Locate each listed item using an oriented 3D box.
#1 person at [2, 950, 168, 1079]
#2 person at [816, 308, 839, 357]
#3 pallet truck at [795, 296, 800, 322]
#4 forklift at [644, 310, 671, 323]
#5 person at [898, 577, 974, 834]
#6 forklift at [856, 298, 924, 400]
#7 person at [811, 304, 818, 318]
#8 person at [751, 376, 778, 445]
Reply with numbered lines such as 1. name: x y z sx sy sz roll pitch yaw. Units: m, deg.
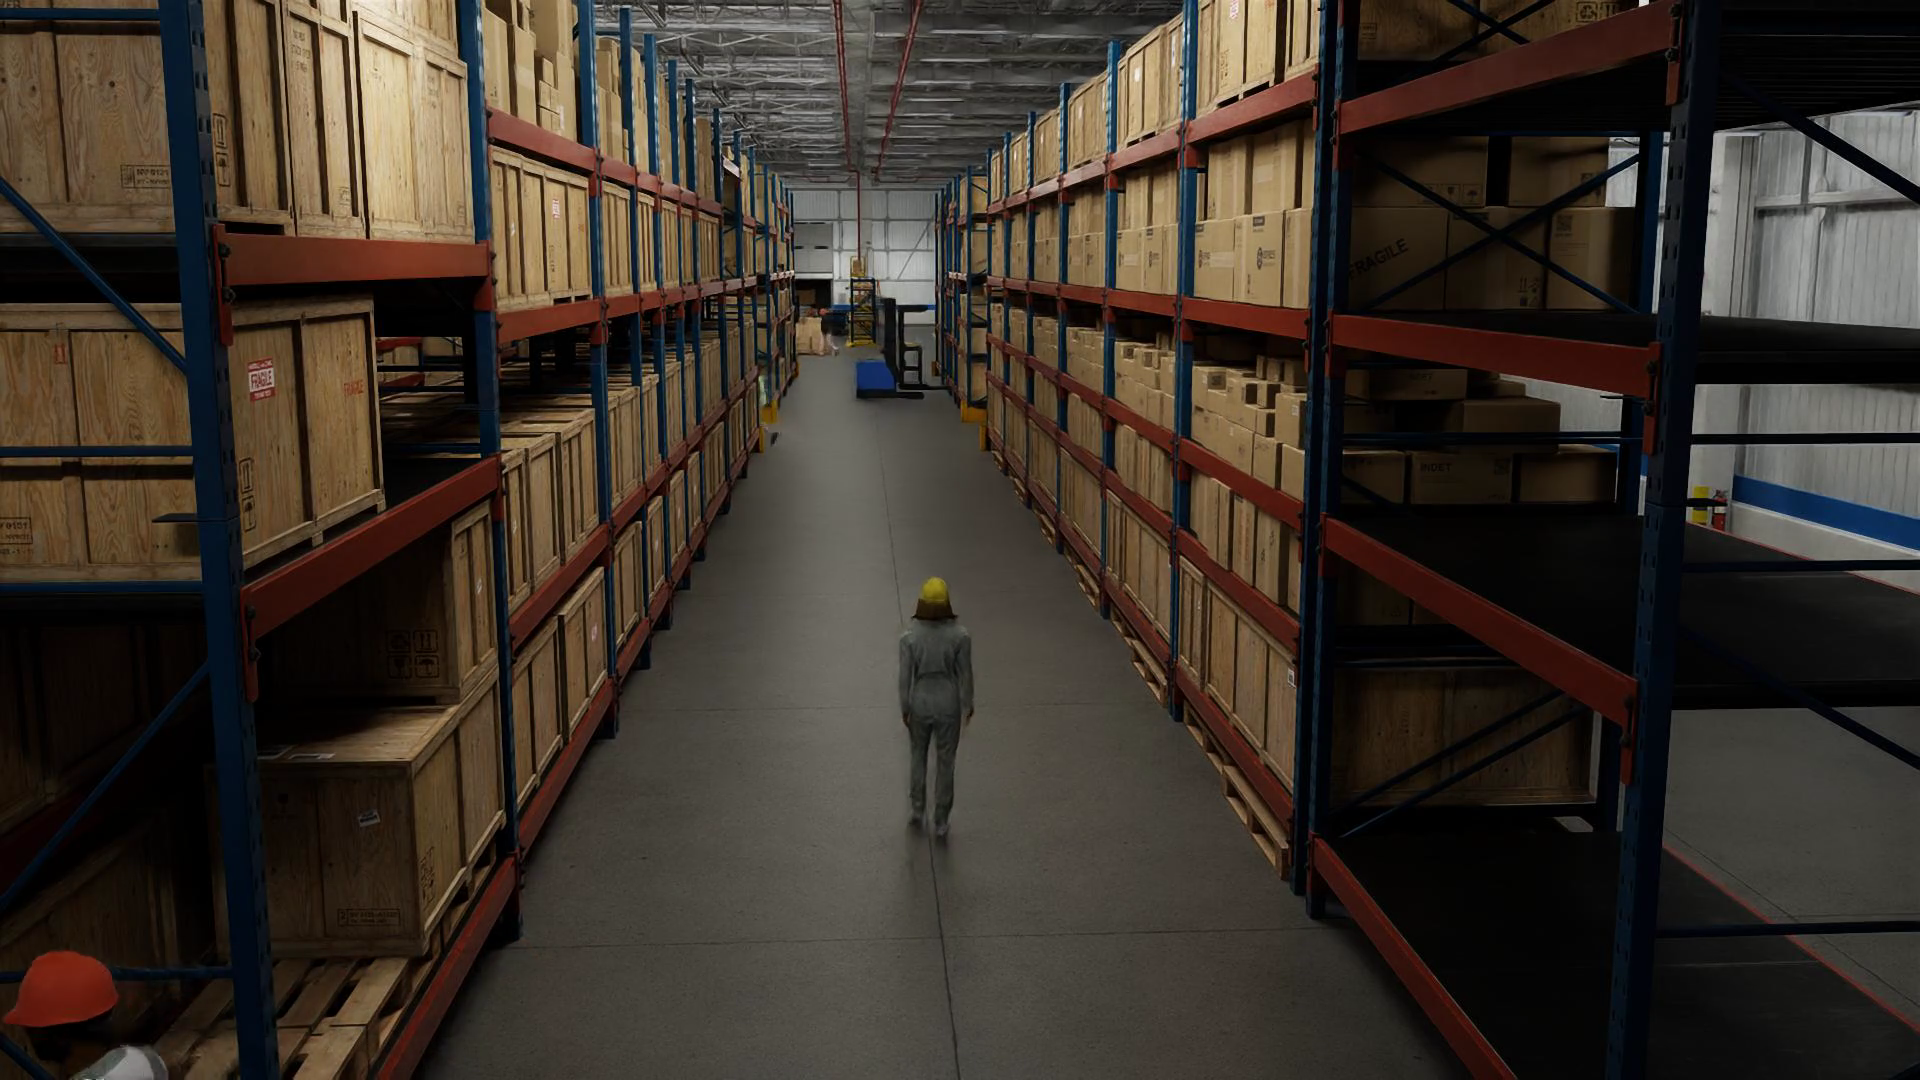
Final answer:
1. person: -2.443 2.102 4.846 0.956 1.904 0.554 0 10 0
2. person: -5.377 -8.383 67.255 0.817 1.971 0.626 -4 10 -21
3. pallet truck: -8.622 -12.439 91.403 1.885 1.965 0.823 2 10 13
4. forklift: -10.413 -7.188 57.404 1.129 2.768 1.873 0 10 -3
5. person: -0.155 1.110 11.296 0.503 1.727 0.564 1 10 5
6. forklift: -1.961 -5.348 46.413 1.873 2.768 1.129 -1 10 -3
7. person: -7.682 -11.614 87.518 0.891 1.652 0.530 -9 13 -44
8. person: -4.119 -2.772 34.179 0.594 1.824 0.580 -1 10 -3
